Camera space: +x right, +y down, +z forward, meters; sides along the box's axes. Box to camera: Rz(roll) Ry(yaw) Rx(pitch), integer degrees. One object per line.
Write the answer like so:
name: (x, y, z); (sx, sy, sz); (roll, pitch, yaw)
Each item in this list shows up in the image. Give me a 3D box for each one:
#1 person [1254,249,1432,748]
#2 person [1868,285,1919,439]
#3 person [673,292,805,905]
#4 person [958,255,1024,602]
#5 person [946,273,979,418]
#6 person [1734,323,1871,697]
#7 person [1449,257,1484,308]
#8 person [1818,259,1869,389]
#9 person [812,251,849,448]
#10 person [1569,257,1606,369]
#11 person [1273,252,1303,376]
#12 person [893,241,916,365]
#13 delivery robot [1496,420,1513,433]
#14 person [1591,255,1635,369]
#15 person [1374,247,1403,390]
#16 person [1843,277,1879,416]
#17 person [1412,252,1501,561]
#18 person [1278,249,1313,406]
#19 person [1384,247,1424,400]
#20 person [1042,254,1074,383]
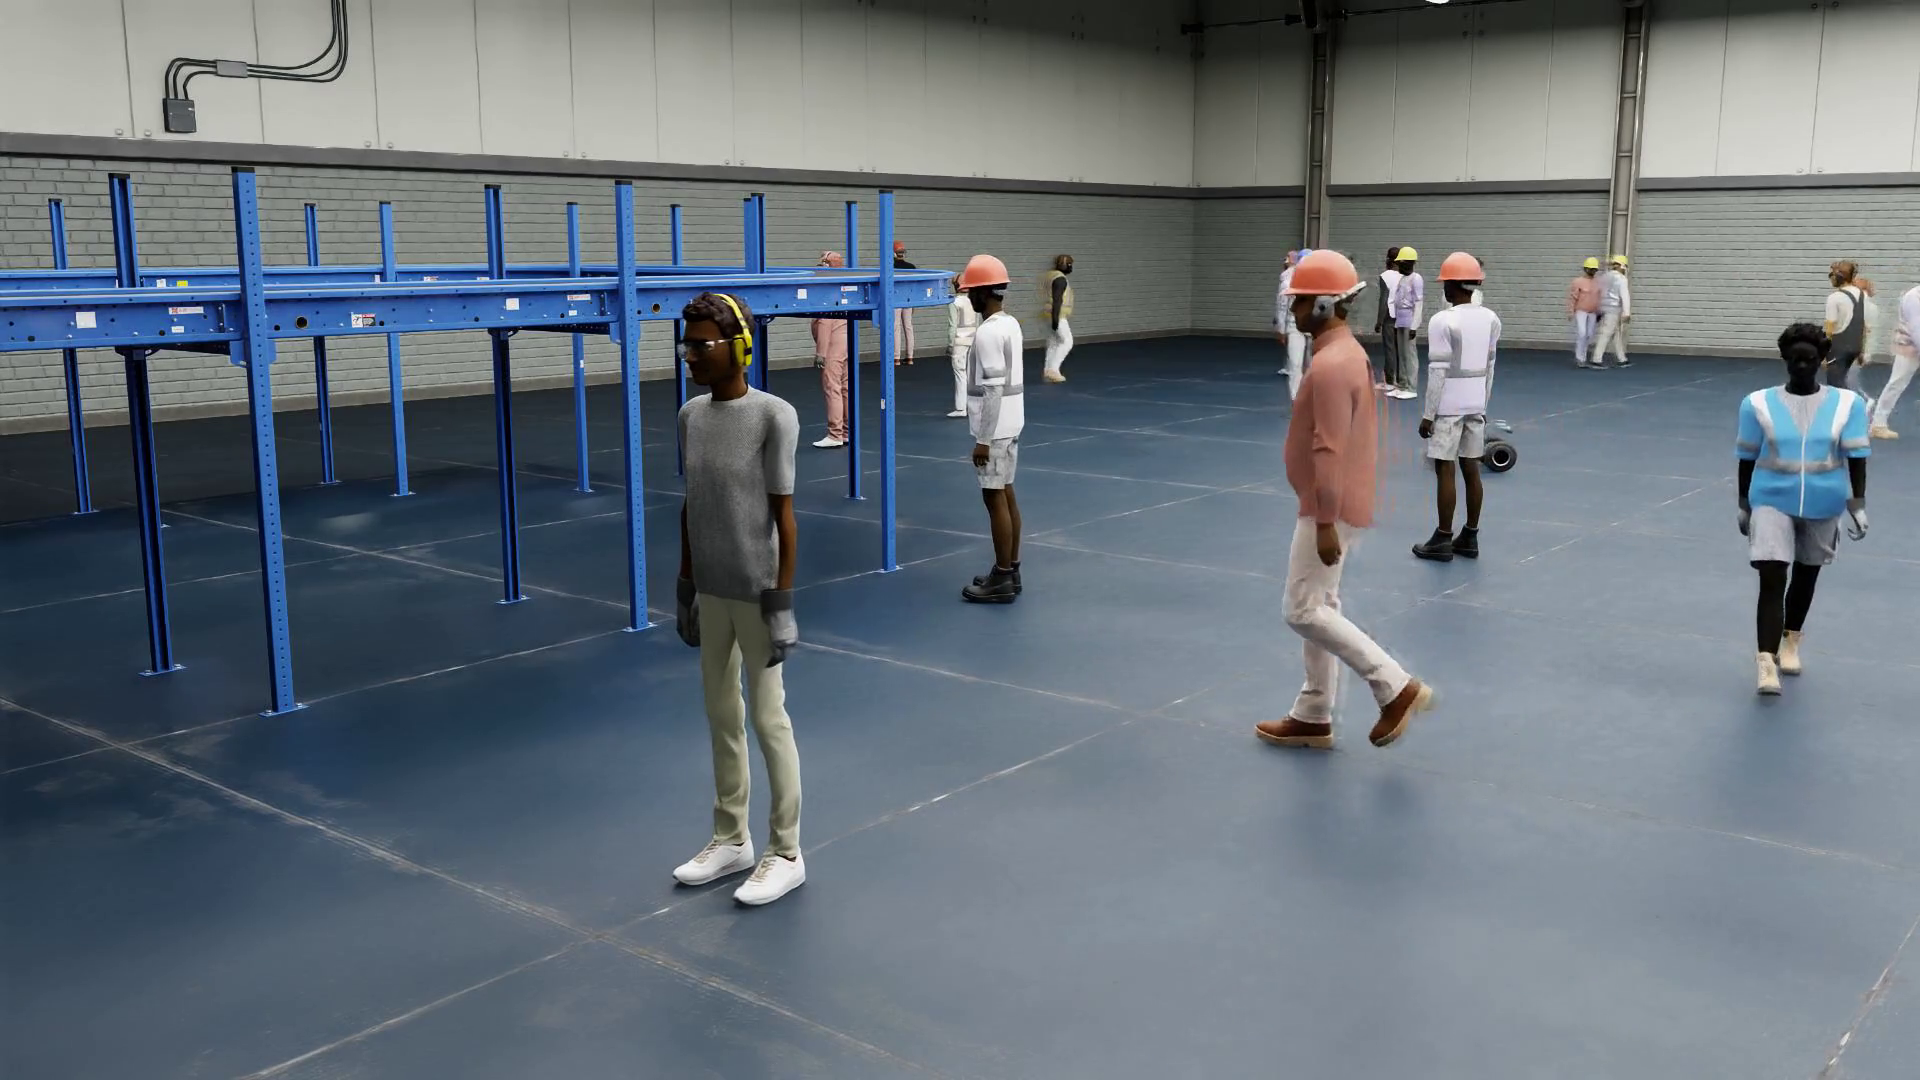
person: (1.507, -0.131, 6.490); (0.597, 1.982, 0.619); (4, 11, 20)
person: (9.691, -1.877, 16.716); (0.621, 1.781, 1.010); (-6, 12, -29)
person: (-0.689, 0.180, 5.121); (0.511, 1.858, 0.319); (8, 13, 37)
person: (0.167, -0.627, 9.364); (0.374, 1.933, 0.550); (3, 11, 15)
person: (0.034, -2.219, 19.006); (0.311, 1.638, 0.523); (8, 13, 39)
person: (3.780, -0.151, 7.512); (0.538, 1.651, 0.864); (4, 11, 20)
person: (4.845, -1.764, 15.896); (0.550, 1.850, 0.492); (-8, 13, -39)
person: (8.664, -1.840, 16.387); (0.544, 1.827, 0.409); (-5, 11, -24)
person: (-1.254, -1.864, 16.297); (0.401, 1.907, 0.646); (5, 11, 25)
person: (9.900, -3.568, 26.197); (0.541, 1.743, 0.691); (-1, 10, -7)
person: (4.958, -3.321, 24.568); (0.810, 1.855, 0.679); (9, 14, 42)
person: (-0.979, -3.846, 27.033); (0.608, 1.996, 0.376); (-8, 13, -36)
delivery robot: (4.554, -1.077, 14.810); (0.698, 0.223, 0.335); (1, 10, 8)
person: (10.348, -3.586, 26.186); (0.833, 1.770, 0.684); (-1, 10, -6)
person: (5.900, -3.009, 22.609); (0.587, 1.920, 0.395); (-6, 12, -32)
person: (9.736, -2.035, 18.023); (0.500, 1.617, 0.514); (-2, 10, -11)
person: (3.148, -0.848, 10.578); (0.545, 1.941, 0.351); (-6, 12, -29)
person: (4.085, -2.444, 19.527); (0.627, 1.901, 0.964); (0, 10, -1)
person: (5.699, -2.770, 21.257); (0.377, 1.929, 0.585); (-1, 10, -7)
person: (1.388, -3.138, 23.609); (0.455, 1.818, 0.695); (0, 10, -1)
